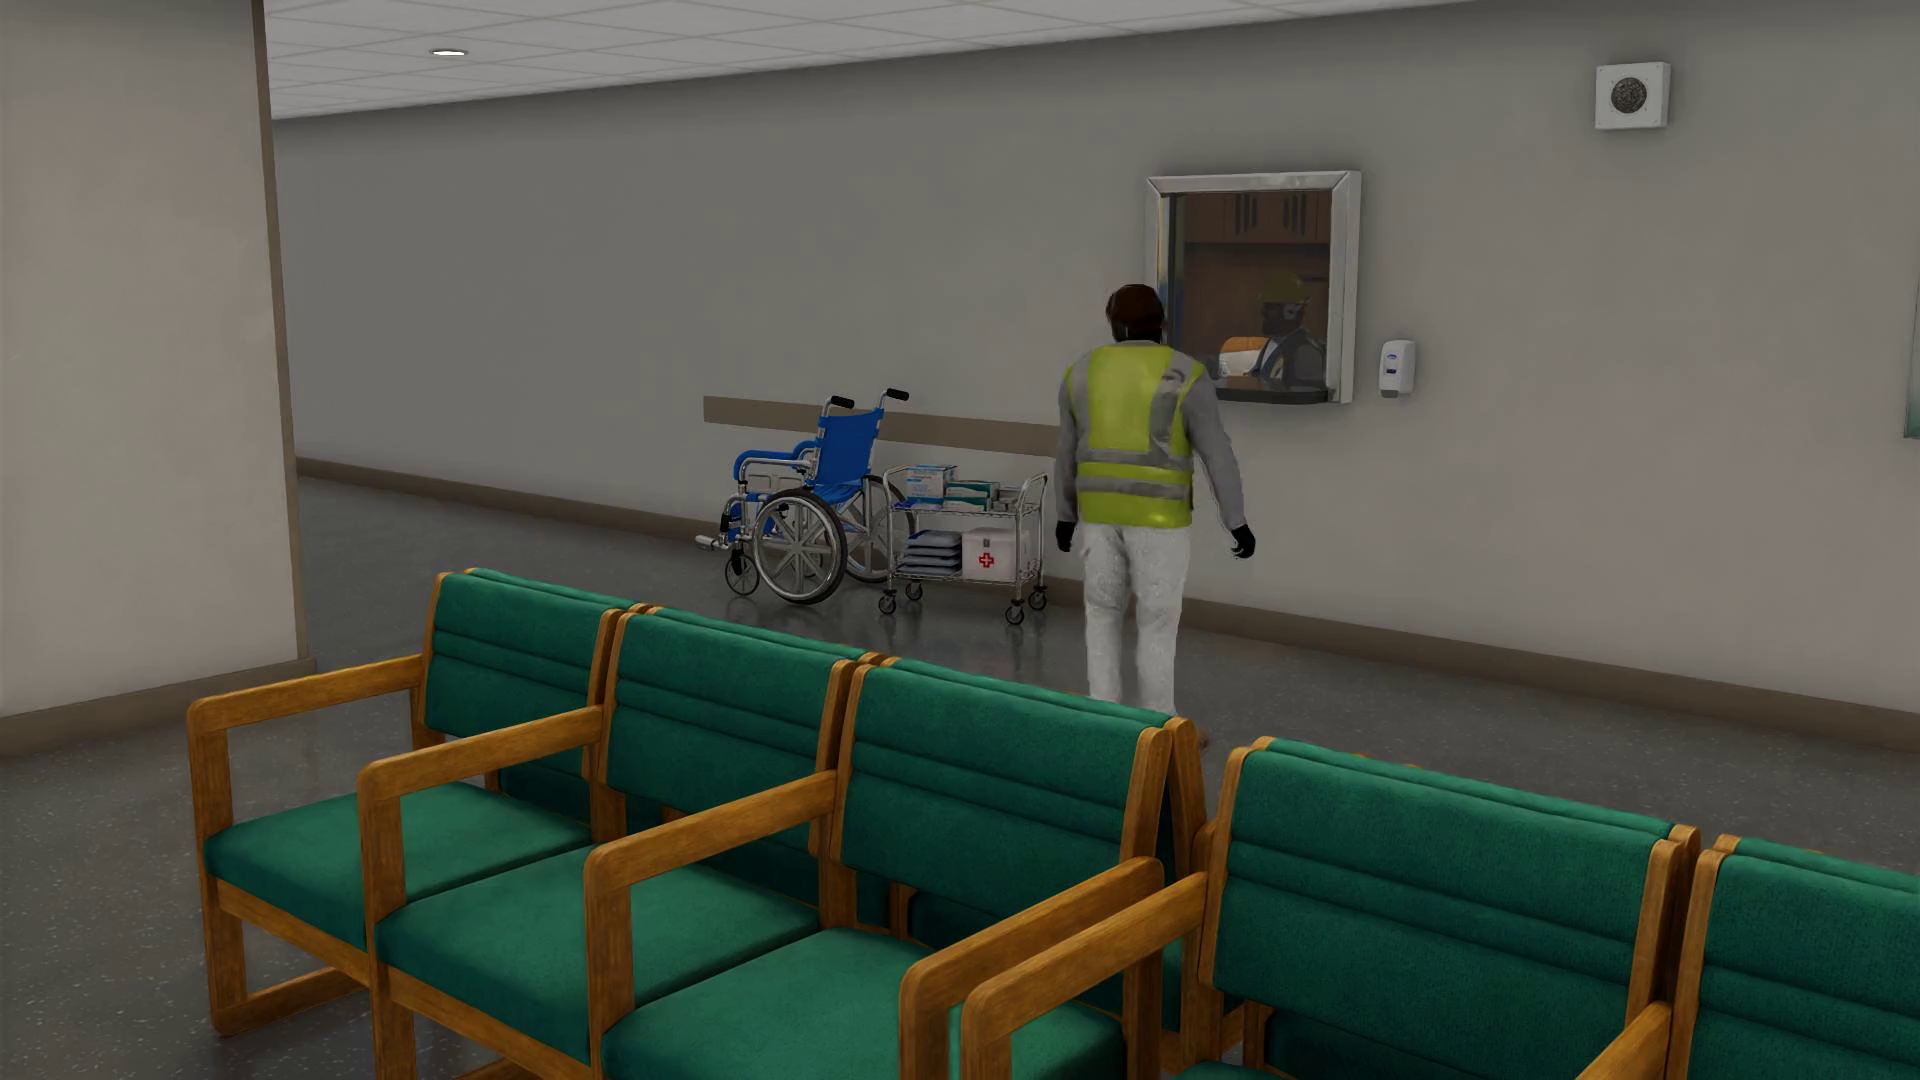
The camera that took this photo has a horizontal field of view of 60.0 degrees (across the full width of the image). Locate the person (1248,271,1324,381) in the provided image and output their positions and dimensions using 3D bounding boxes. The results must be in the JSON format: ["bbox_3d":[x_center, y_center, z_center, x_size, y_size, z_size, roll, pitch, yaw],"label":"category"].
[{"bbox_3d":[1.739,-0.529,9.010,0.404,1.835,0.588,-2,10,-9],"label":"person"}]

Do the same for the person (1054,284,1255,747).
[{"bbox_3d":[0.741,-0.072,6.483,0.791,1.827,0.441,6,12,32],"label":"person"}]
